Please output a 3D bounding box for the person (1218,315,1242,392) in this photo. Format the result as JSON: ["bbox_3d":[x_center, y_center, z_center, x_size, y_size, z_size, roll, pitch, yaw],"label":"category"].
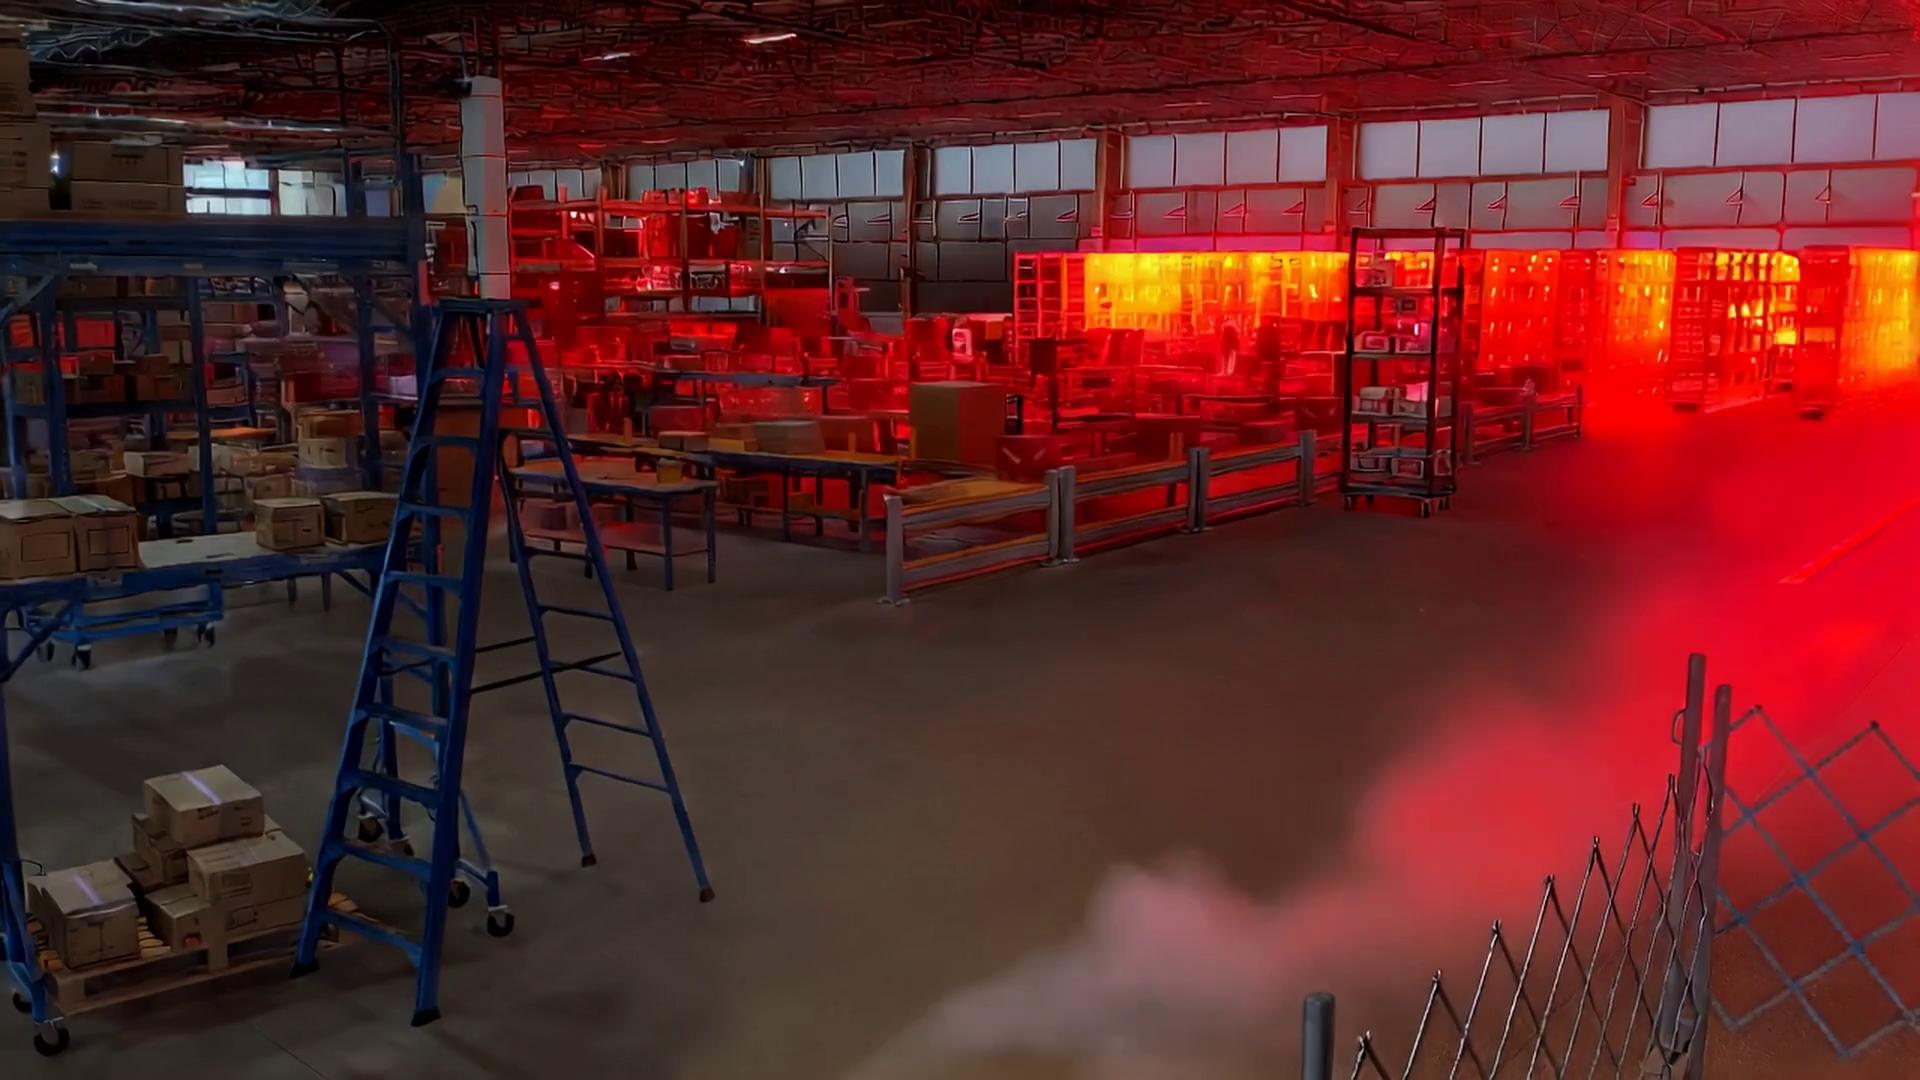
[{"bbox_3d":[6.908,-4.758,42.577,0.817,1.948,0.684,-1,9,-9],"label":"person"}]

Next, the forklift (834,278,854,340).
[{"bbox_3d":[-4.923,-9.722,70.712,1.873,2.768,1.129,7,11,37],"label":"forklift"}]

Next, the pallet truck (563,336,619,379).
[{"bbox_3d":[-10.690,-5.294,48.215,1.601,1.201,0.680,-5,10,-26],"label":"pallet truck"}]

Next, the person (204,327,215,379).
[{"bbox_3d":[-19.998,-4.882,44.403,0.378,1.616,0.520,-8,12,-41],"label":"person"}]

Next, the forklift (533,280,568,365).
[{"bbox_3d":[-12.990,-6.929,53.279,1.873,2.768,1.129,5,11,30],"label":"forklift"}]

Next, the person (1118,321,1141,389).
[{"bbox_3d":[4.211,-4.496,41.245,0.648,1.862,0.973,-6,11,-31],"label":"person"}]

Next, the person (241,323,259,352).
[{"bbox_3d":[-17.716,-4.510,41.493,0.615,1.814,0.434,7,11,37],"label":"person"}]

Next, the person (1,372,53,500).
[{"bbox_3d":[-11.803,-1.250,21.223,1.008,1.795,0.595,0,9,-3],"label":"person"}]

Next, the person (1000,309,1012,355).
[{"bbox_3d":[1.704,-7.728,61.839,0.480,1.732,0.345,2,9,11],"label":"person"}]

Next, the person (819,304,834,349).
[{"bbox_3d":[-5.037,-7.954,62.746,0.625,1.902,0.990,1,9,7],"label":"person"}]

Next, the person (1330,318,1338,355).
[{"bbox_3d":[10.488,-5.402,47.130,0.578,1.802,0.985,8,12,41],"label":"person"}]

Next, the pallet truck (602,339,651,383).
[{"bbox_3d":[-8.991,-4.871,45.351,0.653,1.274,1.630,7,11,37],"label":"pallet truck"}]

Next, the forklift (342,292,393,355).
[{"bbox_3d":[-16.485,-5.622,45.120,1.129,2.768,1.873,7,11,37],"label":"forklift"}]

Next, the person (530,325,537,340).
[{"bbox_3d":[-11.262,-4.831,43.919,0.331,1.689,0.544,-4,10,-25],"label":"person"}]
